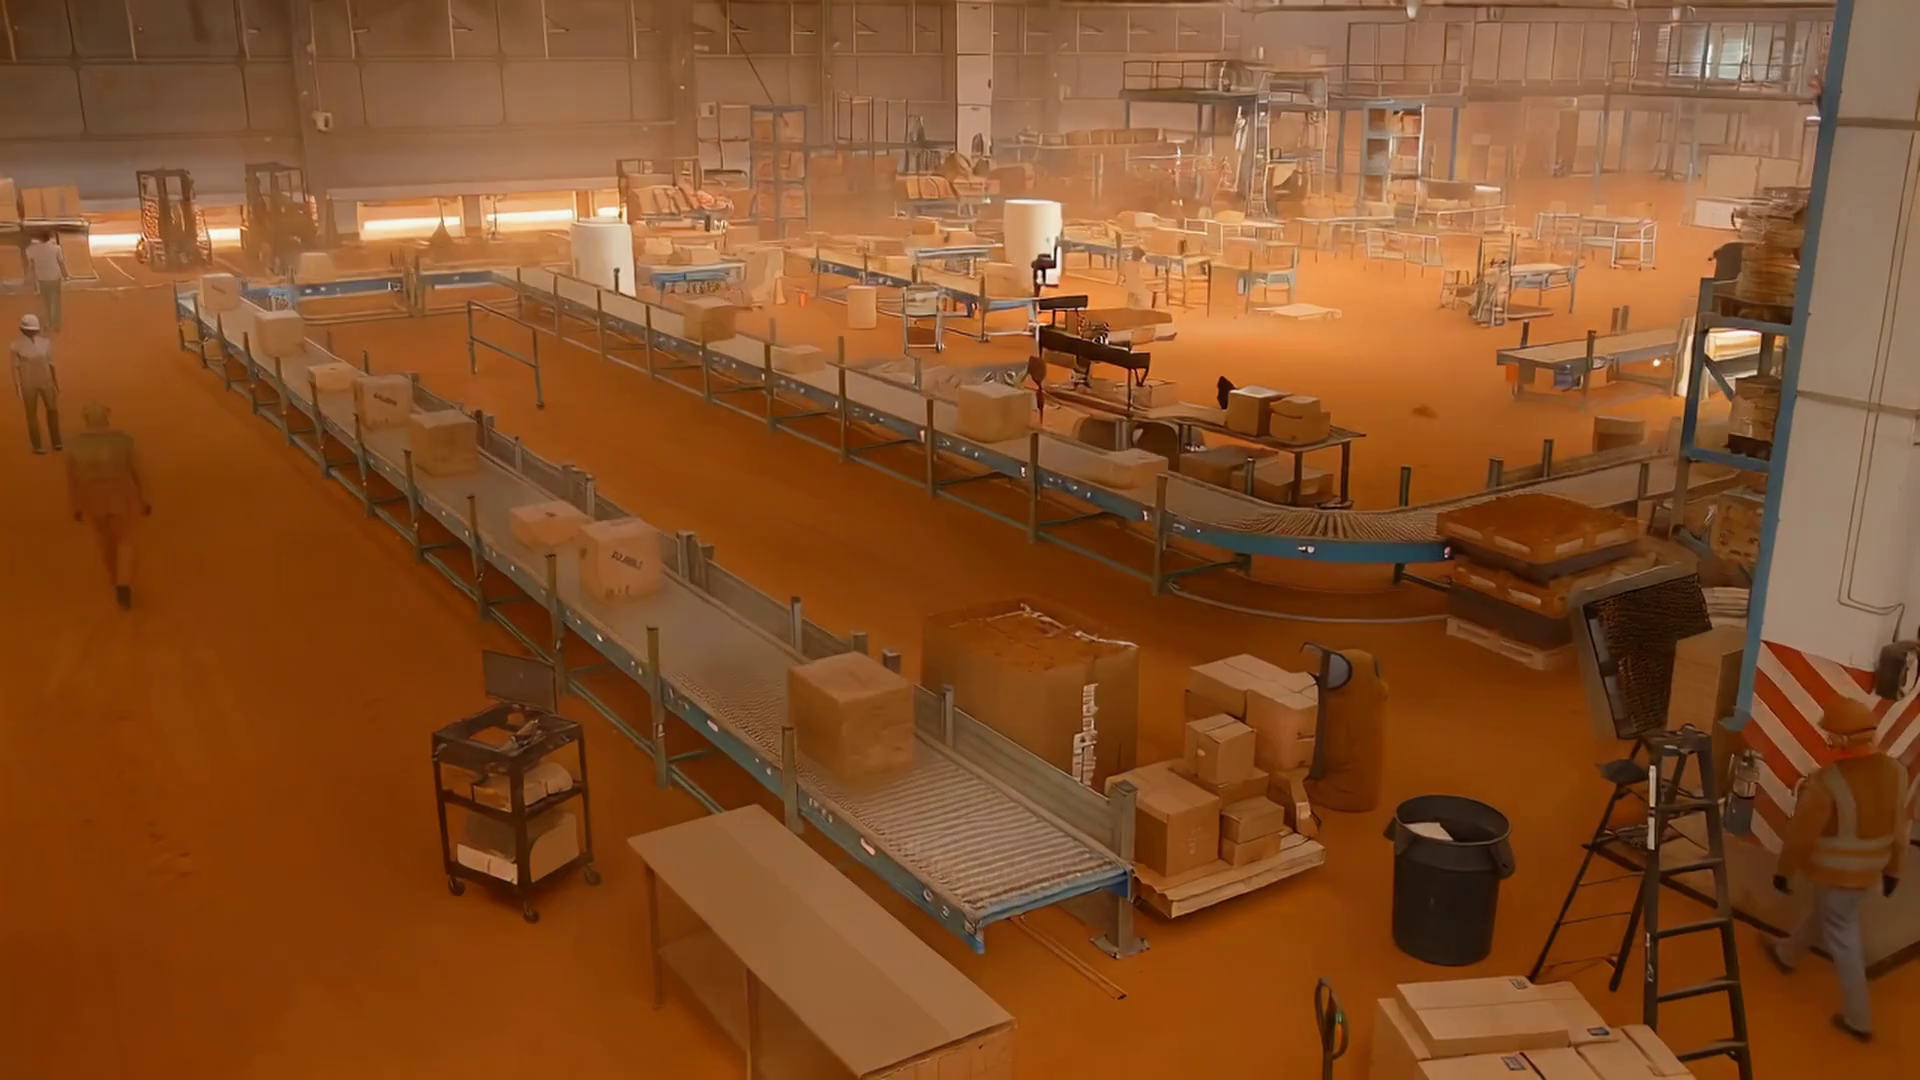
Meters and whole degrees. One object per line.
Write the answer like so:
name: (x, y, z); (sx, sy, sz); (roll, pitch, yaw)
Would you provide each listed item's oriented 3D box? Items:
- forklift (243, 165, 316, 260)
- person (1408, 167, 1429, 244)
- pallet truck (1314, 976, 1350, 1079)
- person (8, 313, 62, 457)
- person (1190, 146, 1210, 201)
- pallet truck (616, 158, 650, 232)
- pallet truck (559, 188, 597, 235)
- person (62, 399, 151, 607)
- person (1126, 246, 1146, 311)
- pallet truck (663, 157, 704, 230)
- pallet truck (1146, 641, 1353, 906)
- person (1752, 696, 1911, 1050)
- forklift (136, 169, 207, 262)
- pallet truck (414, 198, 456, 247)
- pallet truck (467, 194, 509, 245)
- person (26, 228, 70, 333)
forklift: (-15.898, -7.669, 38.708); (1.157, 1.987, 2.680); (-11, 20, -33)
person: (11.655, -8.425, 41.909); (0.859, 1.901, 0.563); (-8, 19, -26)
pallet truck: (2.299, 2.390, 7.086); (1.601, 1.201, 0.680); (-2, 17, -7)
person: (-11.381, -1.922, 20.515); (0.319, 1.767, 0.525); (16, 23, 43)
person: (7.652, -11.727, 53.255); (0.668, 1.699, 0.366); (-4, 17, -13)
pallet truck: (-8.918, -9.176, 44.255); (0.823, 1.965, 1.885); (-9, 19, -27)
pallet truck: (-10.010, -8.652, 43.699); (0.653, 1.274, 1.630); (-10, 20, -31)
person: (-7.709, -0.345, 15.083); (0.650, 1.877, 0.862); (-5, 18, -17)
person: (2.966, -4.174, 28.230); (0.281, 1.634, 0.498); (-7, 18, -22)
pallet truck: (-7.586, -9.308, 44.692); (0.823, 1.965, 1.885); (-11, 20, -33)
pallet truck: (1.664, 1.407, 10.232); (1.630, 1.274, 0.653); (-10, 20, -31)
person: (4.501, 1.650, 8.609); (0.603, 1.768, 0.959); (-5, 18, -17)
forklift: (-17.842, -7.318, 37.559); (1.157, 1.987, 2.680); (-10, 20, -31)
pallet truck: (-13.250, -8.060, 41.856); (0.680, 1.201, 1.601); (-10, 20, -31)
pallet truck: (-11.983, -8.177, 42.137); (0.704, 1.261, 1.522); (-11, 20, -33)
person: (-16.028, -4.585, 29.286); (0.569, 1.812, 0.822); (-6, 18, -19)
